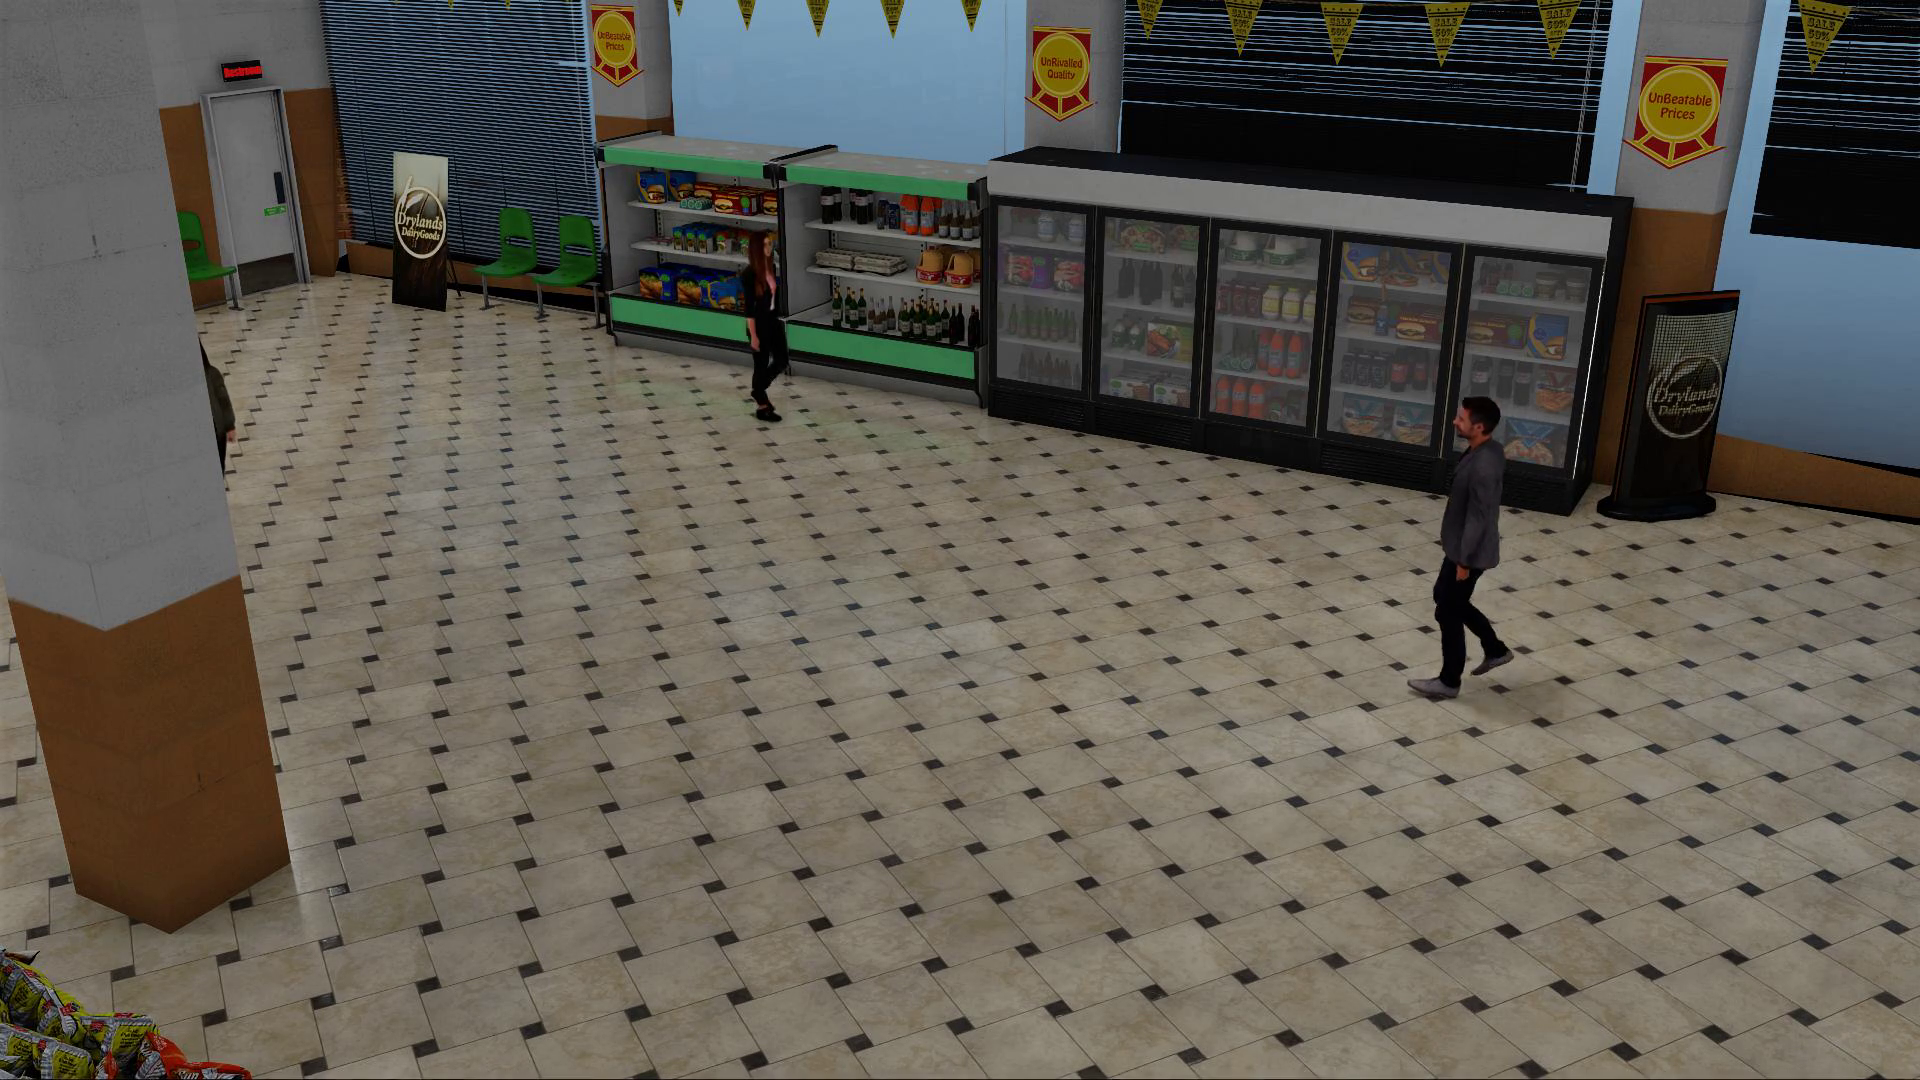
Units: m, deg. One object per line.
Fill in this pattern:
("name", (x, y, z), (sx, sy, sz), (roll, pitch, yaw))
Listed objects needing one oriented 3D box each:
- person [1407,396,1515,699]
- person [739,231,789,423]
("person", (3.030, 0.064, 9.662), (0.876, 1.856, 0.779), (8, 23, 18))
("person", (-1.808, -1.886, 14.723), (0.679, 1.702, 0.645), (15, 27, 33))
